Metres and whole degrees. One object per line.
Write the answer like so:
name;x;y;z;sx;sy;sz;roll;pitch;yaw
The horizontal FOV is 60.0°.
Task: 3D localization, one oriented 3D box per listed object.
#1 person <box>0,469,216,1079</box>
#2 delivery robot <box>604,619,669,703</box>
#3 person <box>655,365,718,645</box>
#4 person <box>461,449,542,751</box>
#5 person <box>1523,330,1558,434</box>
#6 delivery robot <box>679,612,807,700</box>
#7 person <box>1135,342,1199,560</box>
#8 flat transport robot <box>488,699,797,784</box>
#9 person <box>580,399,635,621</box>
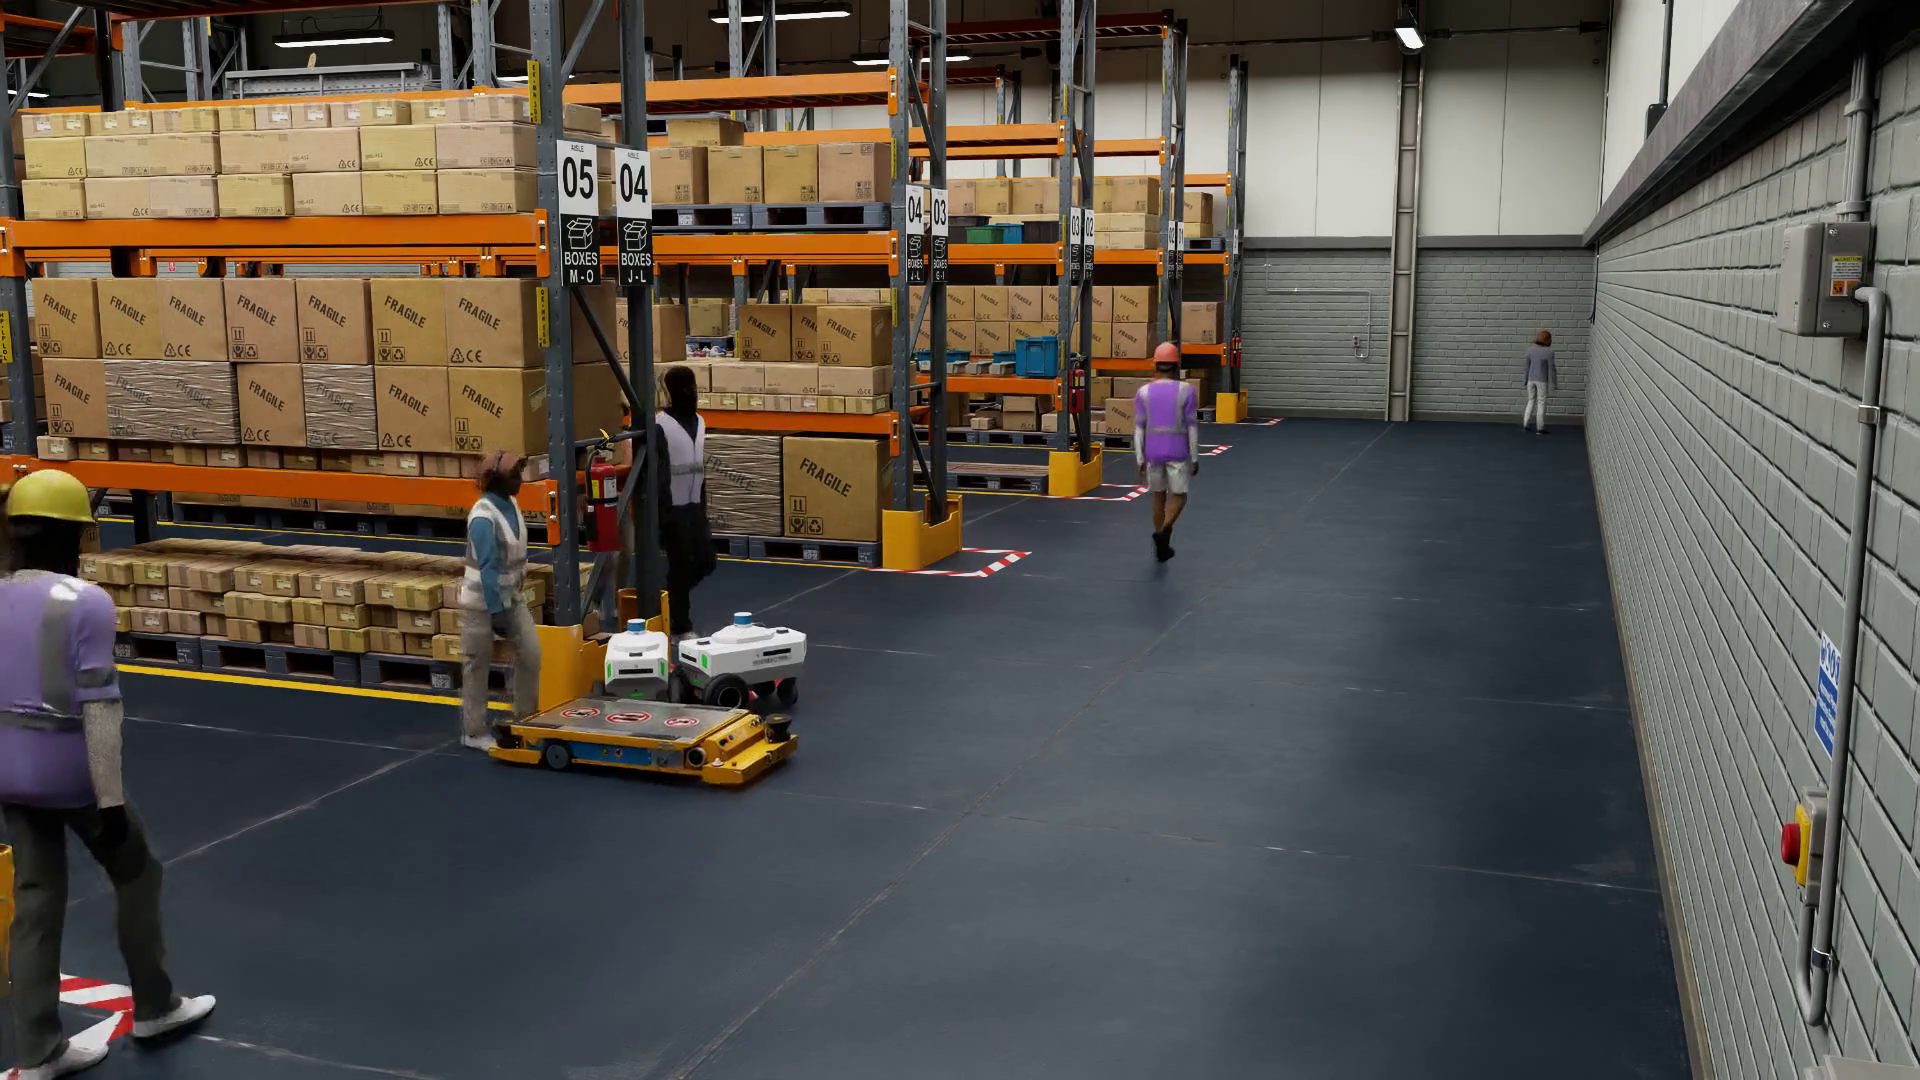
person;-2.776;0.723;5.264;0.613;1.886;0.793;3;10;17
delivery robot;-1.814;0.688;9.360;0.477;0.478;0.707;-1;9;-9
person;-1.876;-0.218;11.115;0.458;1.903;0.596;4;10;25
person;-2.373;0.330;8.598;0.560;1.607;0.506;3;10;17
person;9.049;-2.457;25.950;0.326;1.626;0.547;-6;11;-33
delivery robot;-1.239;0.658;9.543;0.707;0.478;0.477;-7;11;-36
person;1.762;-0.743;14.337;0.565;1.920;0.675;4;10;23
flat transport robot;-1.623;1.007;8.539;1.431;0.197;0.652;3;10;18
person;-2.445;-0.202;11.876;0.368;1.629;0.519;8;12;41
